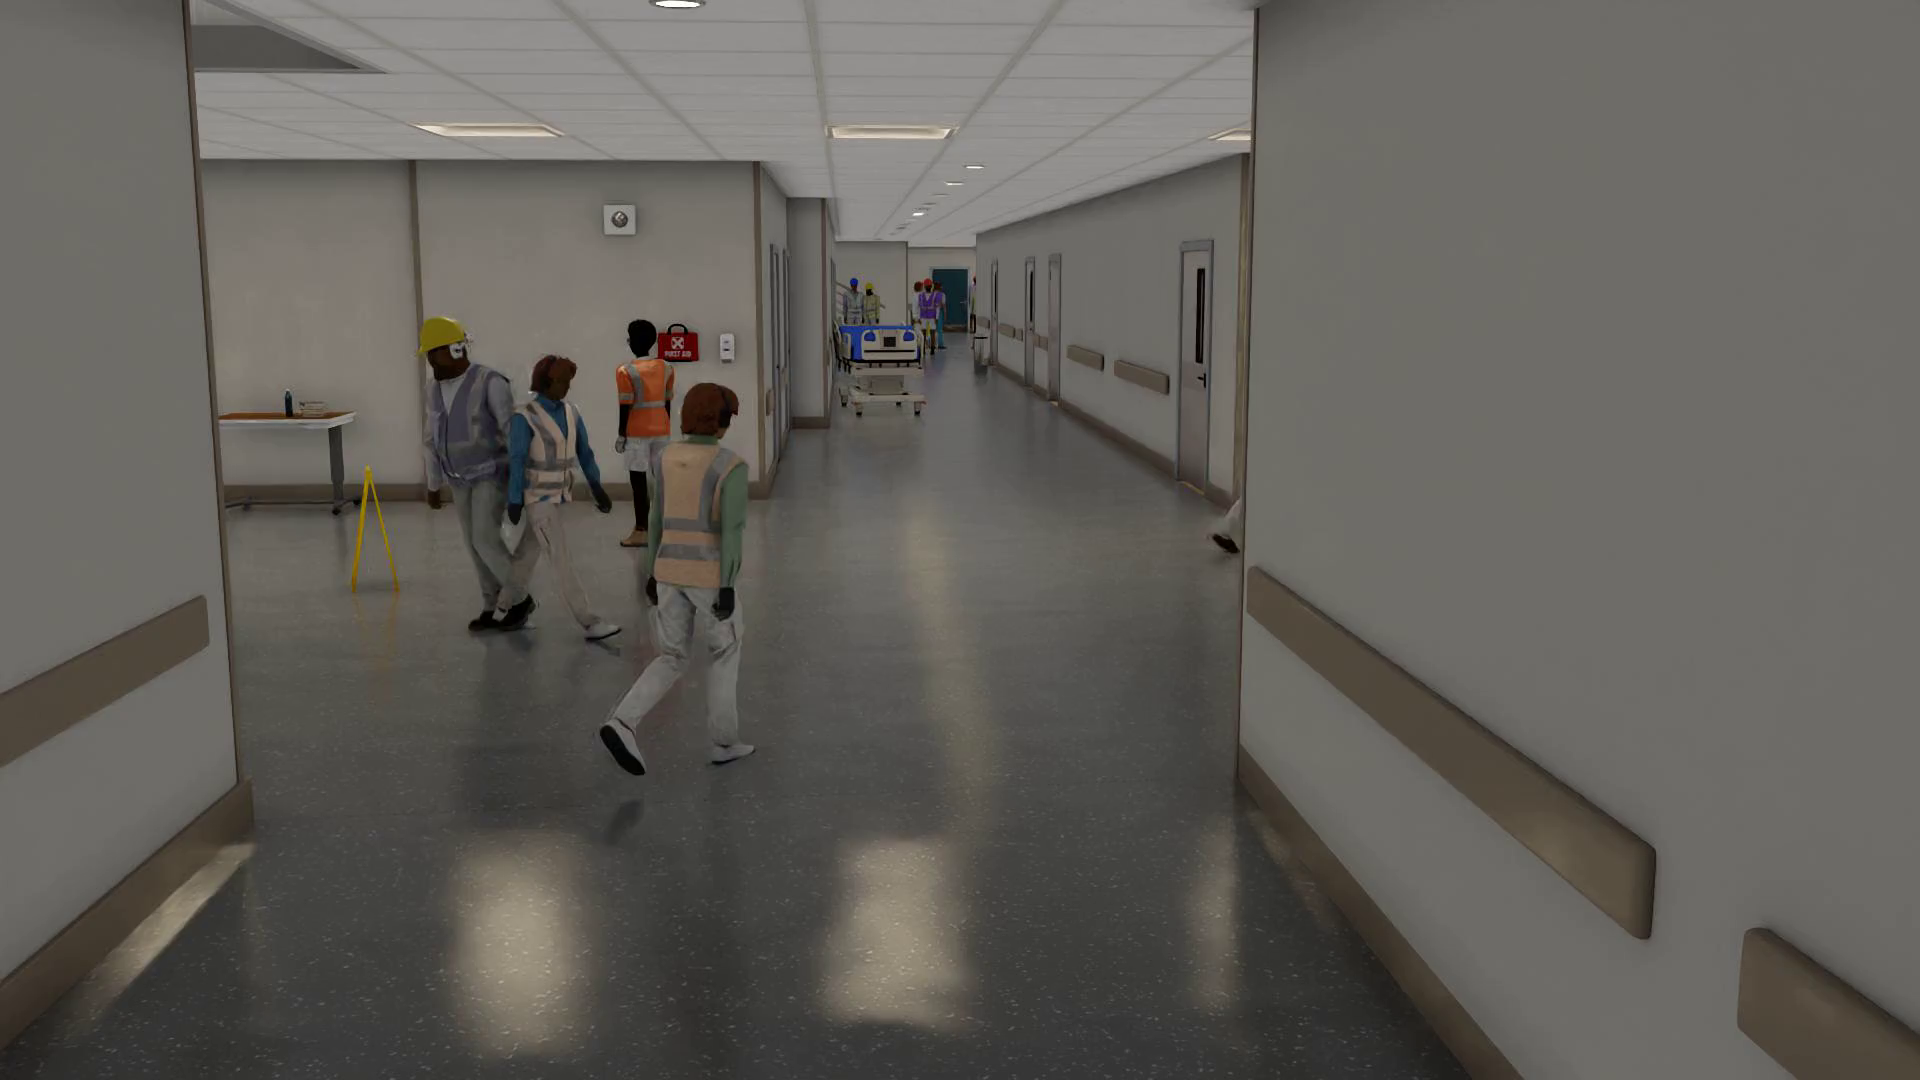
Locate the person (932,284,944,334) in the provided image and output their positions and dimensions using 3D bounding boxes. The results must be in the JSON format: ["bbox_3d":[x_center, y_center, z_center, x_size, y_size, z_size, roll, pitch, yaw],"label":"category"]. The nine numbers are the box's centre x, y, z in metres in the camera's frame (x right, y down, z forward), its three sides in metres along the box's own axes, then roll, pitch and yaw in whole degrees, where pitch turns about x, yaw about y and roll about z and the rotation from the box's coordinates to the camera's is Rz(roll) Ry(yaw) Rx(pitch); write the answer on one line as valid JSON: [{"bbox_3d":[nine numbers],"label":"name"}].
[{"bbox_3d":[-0.775,-8.017,57.649,0.443,1.741,0.572,4,10,25],"label":"person"}]

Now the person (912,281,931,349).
[{"bbox_3d":[-1.001,-5.934,44.190,0.606,1.862,0.590,8,12,40],"label":"person"}]

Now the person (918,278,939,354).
[{"bbox_3d":[-0.810,-5.710,42.525,0.544,1.939,0.372,2,9,13],"label":"person"}]

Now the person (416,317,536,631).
[{"bbox_3d":[-2.751,-0.355,9.361,0.618,1.797,0.503,6,11,31],"label":"person"}]

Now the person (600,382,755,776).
[{"bbox_3d":[-1.137,0.171,6.686,0.522,1.604,0.701,6,11,32],"label":"person"}]

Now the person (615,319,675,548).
[{"bbox_3d":[-2.349,-0.789,12.393,0.318,1.697,0.535,7,11,36],"label":"person"}]

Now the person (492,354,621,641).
[{"bbox_3d":[-2.289,-0.238,9.268,0.896,1.584,0.526,3,10,20],"label":"person"}]

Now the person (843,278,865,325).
[{"bbox_3d":[-2.736,-5.775,42.905,0.603,1.948,0.384,-4,10,-24],"label":"person"}]

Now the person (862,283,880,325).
[{"bbox_3d":[-2.429,-6.052,45.059,0.589,1.823,0.404,6,11,32],"label":"person"}]

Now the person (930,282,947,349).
[{"bbox_3d":[-0.644,-6.172,45.729,0.567,1.841,0.377,6,11,32],"label":"person"}]
